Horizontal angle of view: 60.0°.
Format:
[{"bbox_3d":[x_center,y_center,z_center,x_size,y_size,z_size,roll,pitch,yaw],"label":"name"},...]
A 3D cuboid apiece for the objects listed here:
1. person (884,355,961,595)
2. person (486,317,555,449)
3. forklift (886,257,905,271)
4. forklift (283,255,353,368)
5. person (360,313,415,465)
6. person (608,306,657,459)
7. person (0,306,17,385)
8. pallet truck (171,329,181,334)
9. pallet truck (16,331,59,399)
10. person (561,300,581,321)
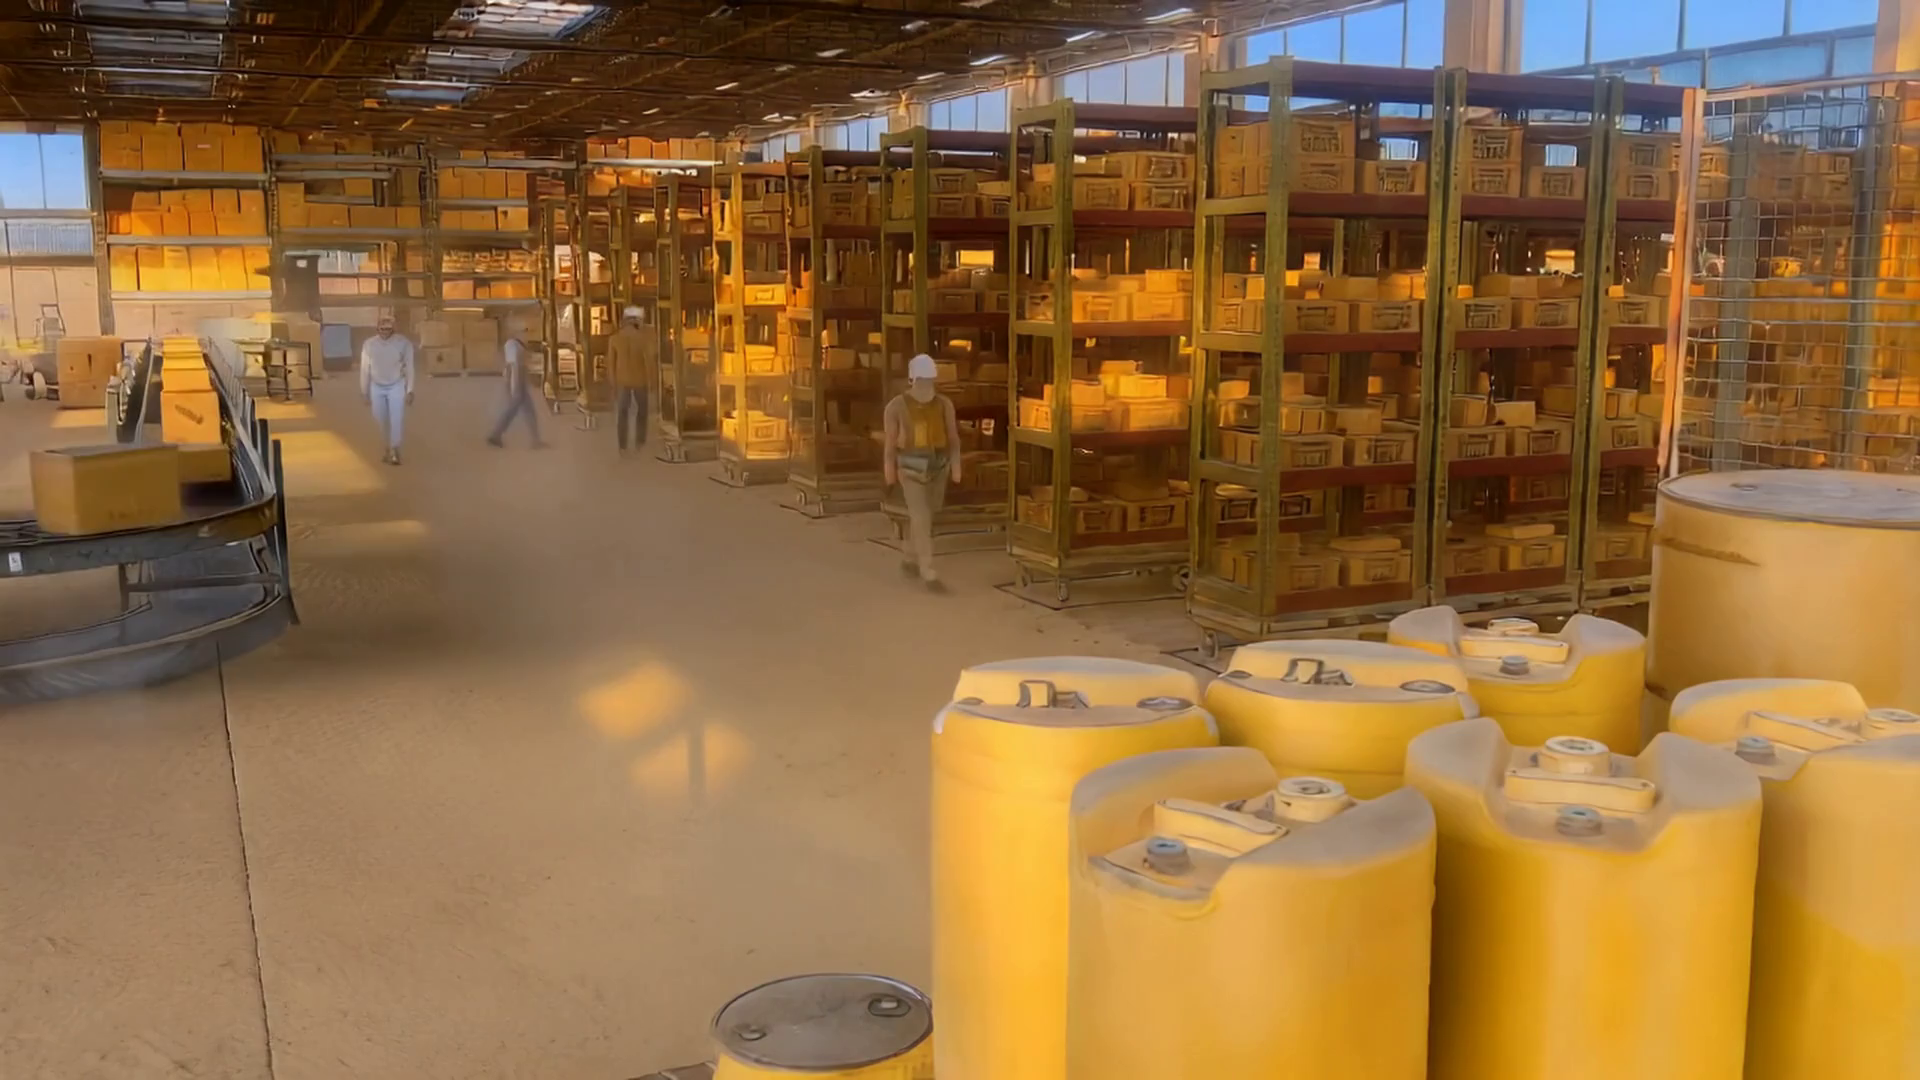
[{"bbox_3d":[-0.302,-0.526,12.714,0.602,1.799,0.902,-5,10,-29],"label":"person"},{"bbox_3d":[-6.036,-2.126,22.613,0.913,1.808,0.567,-1,9,-4],"label":"person"},{"bbox_3d":[-1.900,-6.806,48.315,1.873,2.768,1.129,-4,10,-25],"label":"forklift"},{"bbox_3d":[-15.972,-5.555,40.550,1.129,2.768,1.873,6,11,31],"label":"forklift"},{"bbox_3d":[-7.162,-1.883,20.826,0.651,1.897,0.512,-2,9,-9],"label":"person"},{"bbox_3d":[-4.237,-2.033,21.514,0.676,1.956,0.809,0,9,-1],"label":"person"},{"bbox_3d":[-20.475,-4.197,35.405,0.420,1.823,0.609,-6,11,-31],"label":"person"},{"bbox_3d":[-17.275,-3.851,35.096,1.601,1.201,0.680,0,9,1],"label":"pallet truck"},{"bbox_3d":[-17.082,-3.353,31.781,1.630,1.274,0.653,-4,10,-25],"label":"pallet truck"},{"bbox_3d":[-9.422,-5.058,40.410,0.612,1.936,0.414,2,9,13],"label":"person"}]
